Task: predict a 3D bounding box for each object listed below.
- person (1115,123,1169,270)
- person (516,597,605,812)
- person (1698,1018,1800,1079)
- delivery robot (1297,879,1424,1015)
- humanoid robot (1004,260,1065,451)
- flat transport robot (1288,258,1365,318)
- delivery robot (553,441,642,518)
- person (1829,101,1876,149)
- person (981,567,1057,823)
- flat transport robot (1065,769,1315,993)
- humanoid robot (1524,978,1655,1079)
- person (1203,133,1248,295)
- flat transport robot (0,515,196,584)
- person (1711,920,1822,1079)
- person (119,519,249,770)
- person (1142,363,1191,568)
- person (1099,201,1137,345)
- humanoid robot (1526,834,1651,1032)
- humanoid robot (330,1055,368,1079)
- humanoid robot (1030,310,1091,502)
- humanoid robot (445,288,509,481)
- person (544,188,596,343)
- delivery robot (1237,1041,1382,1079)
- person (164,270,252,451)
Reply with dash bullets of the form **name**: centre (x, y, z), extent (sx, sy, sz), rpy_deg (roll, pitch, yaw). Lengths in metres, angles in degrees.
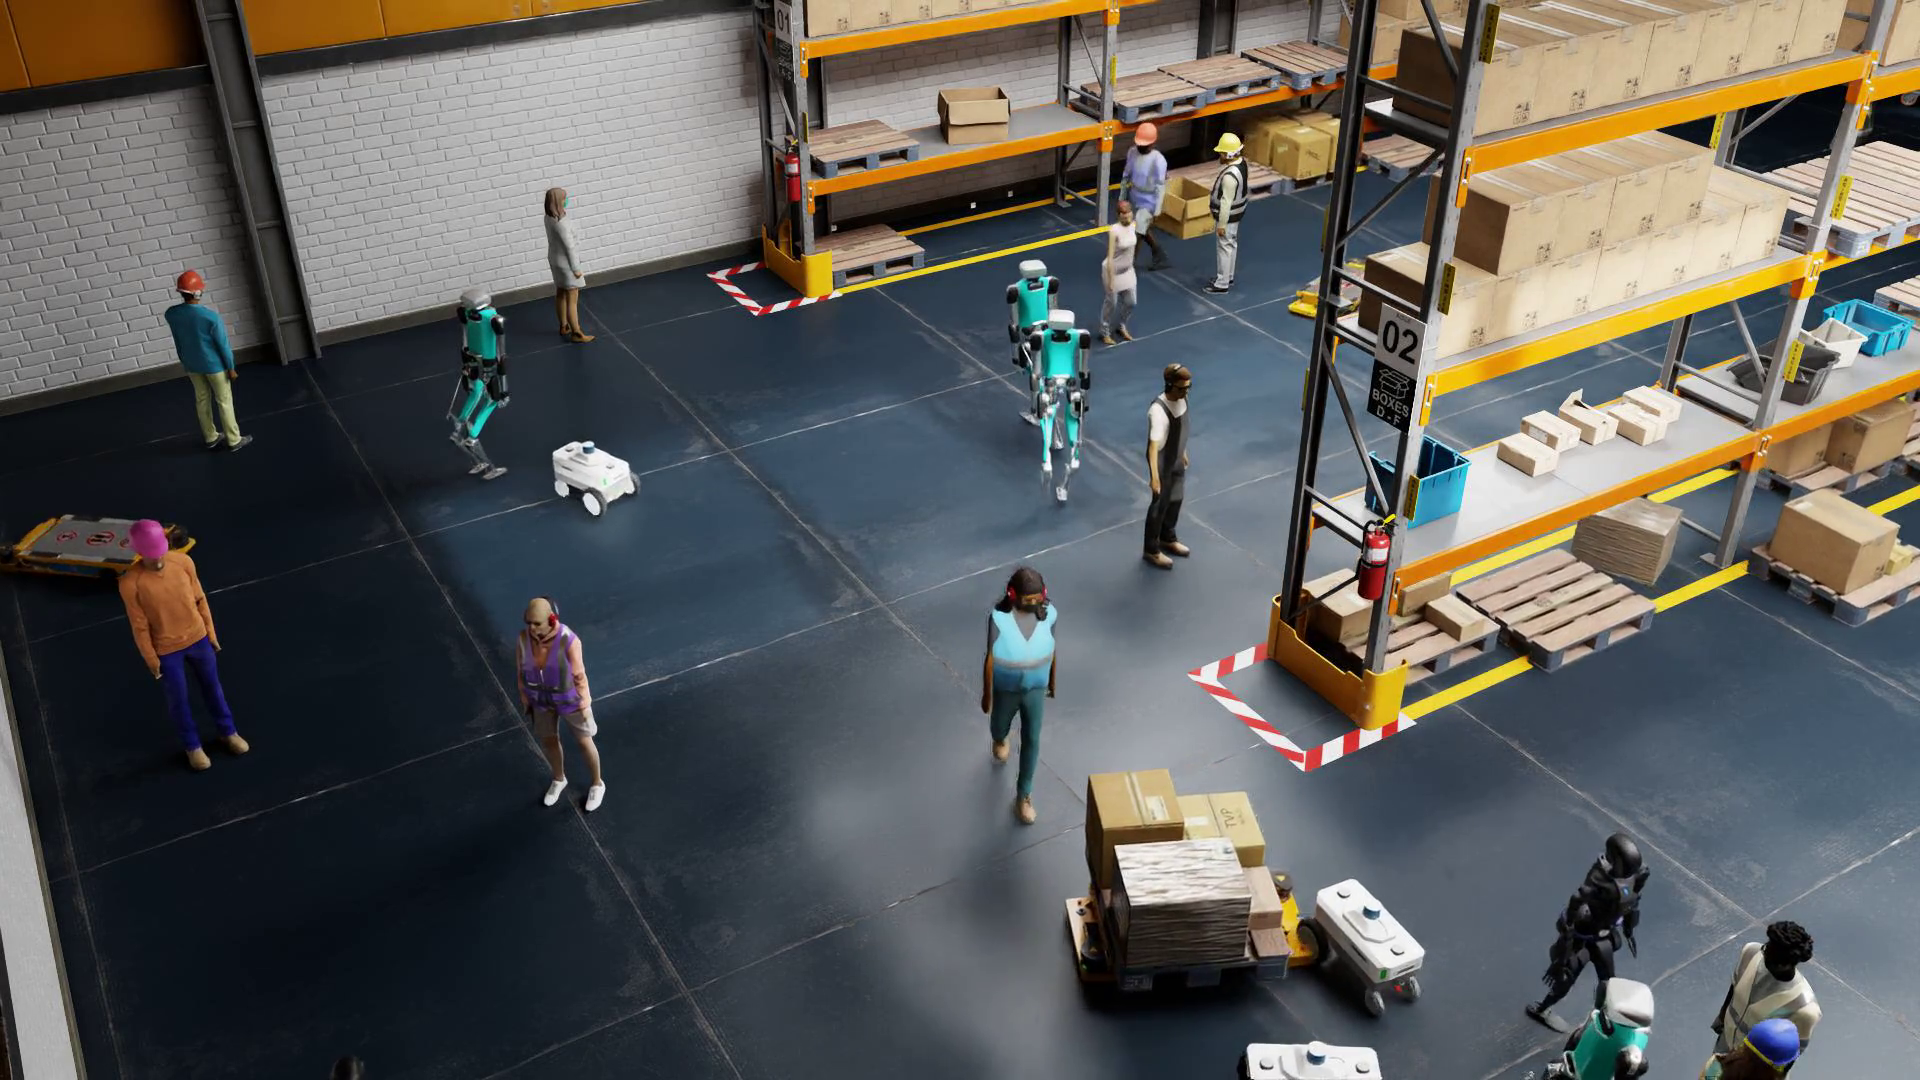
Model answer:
- **person**: centre (2.113, -3.832, 18.676), extent (0.773, 1.884, 0.650), rpy_deg (-25, 40, -34)
- **person**: centre (-2.667, 1.078, 11.032), extent (0.486, 1.683, 0.357), rpy_deg (6, 33, 10)
- **person**: centre (3.576, 2.979, 7.934), extent (0.619, 1.746, 0.509), rpy_deg (-16, 36, -24)
- **delivery robot**: centre (2.429, 2.400, 10.006), extent (0.499, 0.614, 0.802), rpy_deg (-14, 35, -21)
- **humanoid robot**: centre (0.811, -1.628, 15.356), extent (0.558, 1.763, 1.005), rpy_deg (-15, 35, -22)
- **flat transport robot**: centre (4.300, -2.765, 18.493), extent (0.659, 0.231, 1.431), rpy_deg (23, 39, 32)
- **delivery robot**: centre (-3.245, -0.576, 14.746), extent (0.797, 0.608, 0.499), rpy_deg (21, 38, 30)
- **person**: centre (10.716, -4.687, 20.074), extent (0.562, 1.846, 0.391), rpy_deg (-21, 38, -30)
- **person**: centre (0.383, 0.939, 11.100), extent (0.535, 1.846, 0.796), rpy_deg (-5, 32, -7)
- **flat transport robot**: centre (1.412, 2.384, 10.282), extent (1.431, 0.231, 0.659), rpy_deg (-3, 32, -5)
- **humanoid robot**: centre (2.844, 2.857, 8.223), extent (0.799, 1.846, 0.543), rpy_deg (3, 32, 5)
- **person**: centre (2.944, -3.600, 18.369), extent (0.403, 1.821, 0.595), rpy_deg (11, 34, 17)
- **flat transport robot**: centre (-7.266, 0.079, 13.957), extent (1.431, 0.231, 0.659), rpy_deg (5, 32, 8)
- **person**: centre (4.100, 2.609, 8.582), extent (0.320, 1.693, 0.532), rpy_deg (-8, 33, -13)
- **person**: centre (-5.343, 0.701, 11.370), extent (0.406, 1.974, 0.512), rpy_deg (27, 41, 35)
- **person**: centre (1.702, -0.627, 13.612), extent (0.355, 1.832, 0.526), rpy_deg (21, 38, 30)
- **person**: centre (1.618, -2.760, 17.195), extent (0.460, 1.626, 0.449), rpy_deg (-25, 40, -34)
- **humanoid robot**: centre (3.532, 2.242, 9.205), extent (0.609, 1.632, 0.682), rpy_deg (-15, 35, -22)
- **humanoid robot**: centre (-2.679, 3.102, 7.819), extent (0.604, 1.646, 0.460), rpy_deg (-14, 35, -21)
- **humanoid robot**: centre (0.879, -1.025, 14.424), extent (0.535, 1.873, 0.725), rpy_deg (-1, 32, -2)
- **humanoid robot**: centre (-4.332, -1.318, 14.757), extent (0.531, 1.740, 0.733), rpy_deg (19, 37, 27)
- **person**: centre (-4.102, -2.874, 17.356), extent (0.338, 1.660, 0.482), rpy_deg (-23, 39, -31)
- **delivery robot**: centre (1.901, 2.975, 9.069), extent (0.789, 0.593, 0.499), rpy_deg (1, 32, 2)
- **person**: centre (-6.933, -1.652, 15.333), extent (0.555, 1.744, 0.342), rpy_deg (6, 33, 9)
